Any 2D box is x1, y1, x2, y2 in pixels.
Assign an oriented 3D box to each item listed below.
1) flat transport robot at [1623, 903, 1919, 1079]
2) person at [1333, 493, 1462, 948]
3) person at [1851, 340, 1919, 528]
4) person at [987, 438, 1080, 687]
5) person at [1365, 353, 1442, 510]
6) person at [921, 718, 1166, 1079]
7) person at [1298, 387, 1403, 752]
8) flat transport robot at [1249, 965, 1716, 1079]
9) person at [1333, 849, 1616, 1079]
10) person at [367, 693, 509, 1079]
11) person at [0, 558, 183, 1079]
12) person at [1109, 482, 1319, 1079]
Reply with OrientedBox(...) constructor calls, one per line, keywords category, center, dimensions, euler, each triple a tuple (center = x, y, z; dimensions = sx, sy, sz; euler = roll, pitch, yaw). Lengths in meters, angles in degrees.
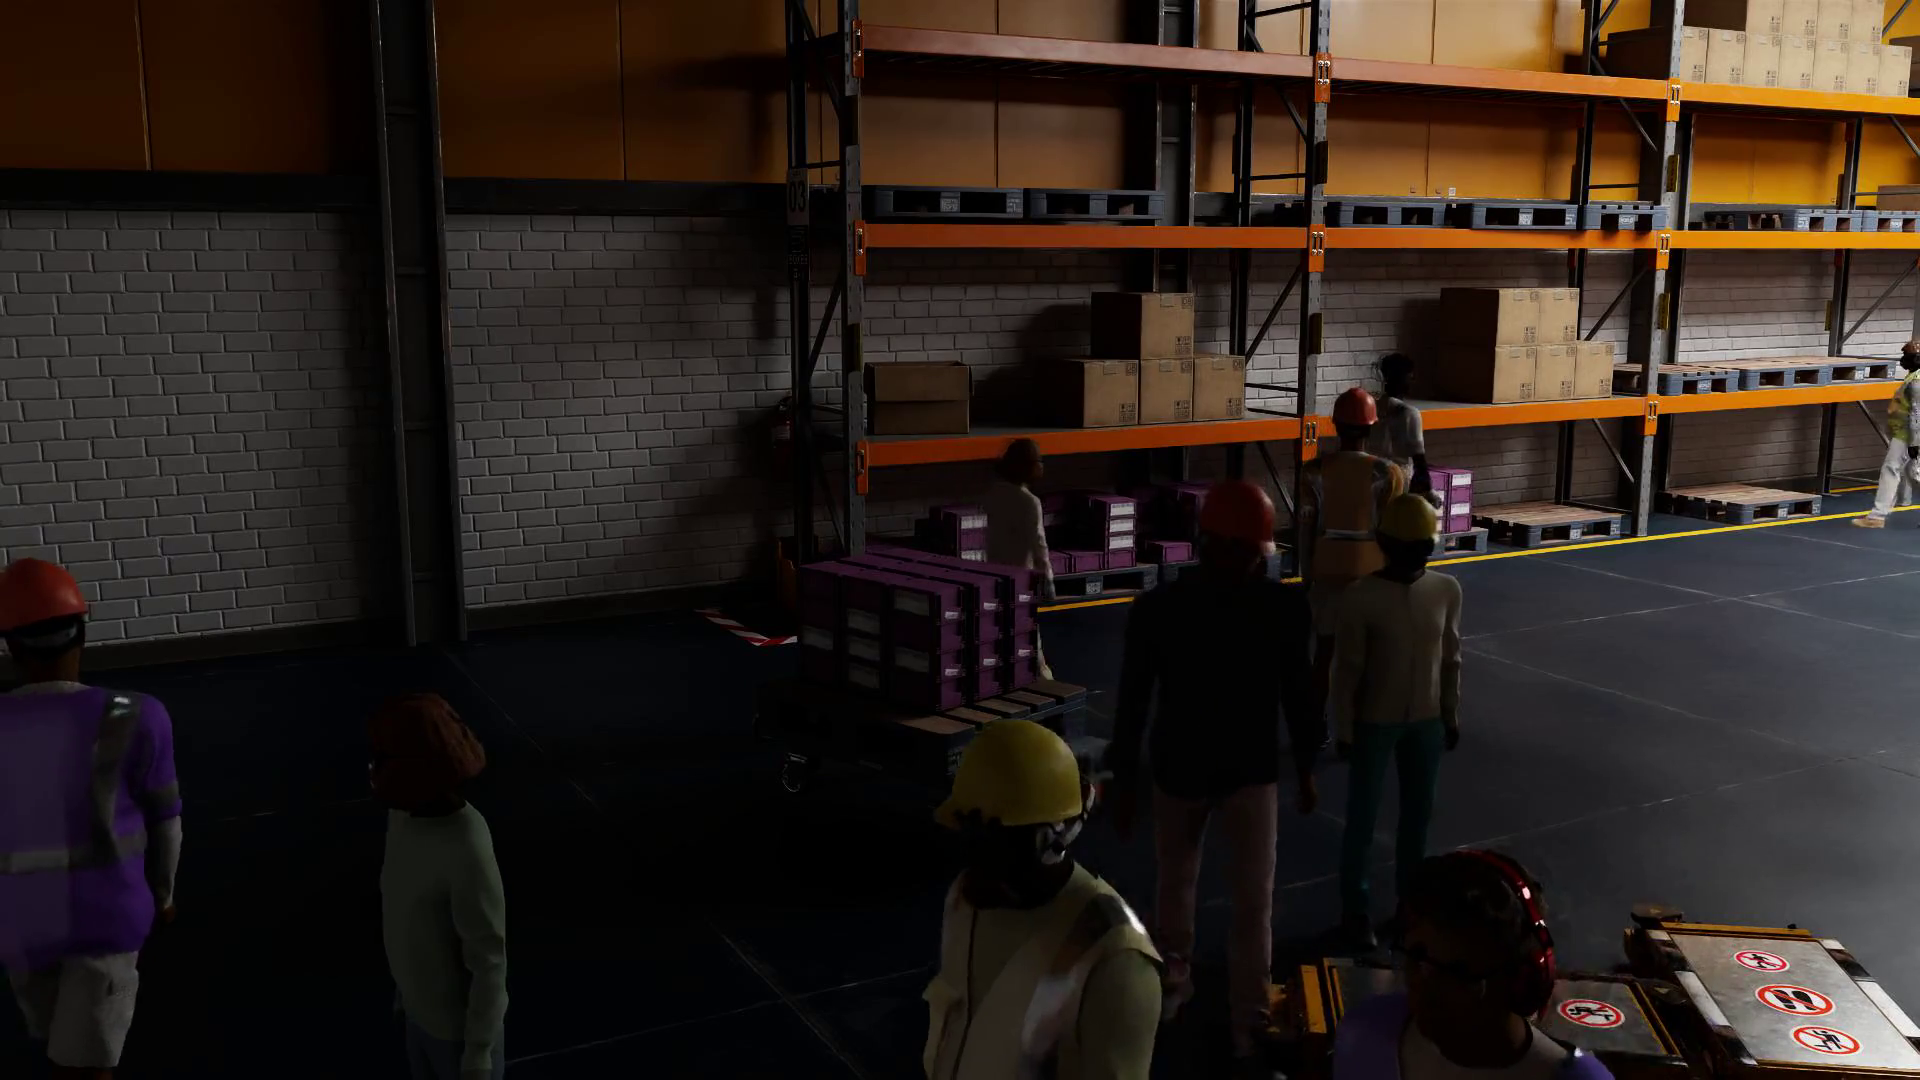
OrientedBox(category="flat transport robot", center=(2.711, 1.570, 5.492), dimensions=(0.652, 0.197, 1.431), euler=(1, 10, 8))
OrientedBox(category="person", center=(1.667, 0.687, 6.318), dimensions=(0.524, 1.755, 0.362), euler=(-3, 10, -16))
OrientedBox(category="person", center=(9.043, -0.991, 15.807), dimensions=(0.805, 1.816, 0.628), euler=(7, 12, 36))
OrientedBox(category="person", center=(0.413, 0.220, 9.437), dimensions=(0.809, 1.591, 0.519), euler=(-4, 11, -22))
OrientedBox(category="person", center=(3.095, -0.399, 12.112), dimensions=(0.990, 1.924, 0.611), euler=(-3, 10, -17))
OrientedBox(category="person", center=(0.202, 1.207, 3.222), dimensions=(0.867, 1.804, 0.601), euler=(-7, 12, -34))
OrientedBox(category="person", center=(2.046, 0.171, 8.742), dimensions=(0.545, 1.942, 0.354), euler=(4, 11, 23))
OrientedBox(category="flat transport robot", center=(1.649, 1.593, 5.362), dimensions=(1.431, 0.197, 0.652), euler=(1, 10, 8))
OrientedBox(category="person", center=(0.789, 1.324, 2.536), dimensions=(0.958, 1.807, 0.574), euler=(-7, 12, -37))
OrientedBox(category="person", center=(-1.232, 1.155, 3.970), dimensions=(0.285, 1.631, 0.501), euler=(-8, 13, -38))
OrientedBox(category="person", center=(-2.292, 0.975, 4.325), dimensions=(0.537, 1.859, 1.030), euler=(-1, 10, -6))
OrientedBox(category="person", center=(0.830, 0.765, 5.344), dimensions=(0.687, 1.927, 0.994), euler=(0, 10, 0))
